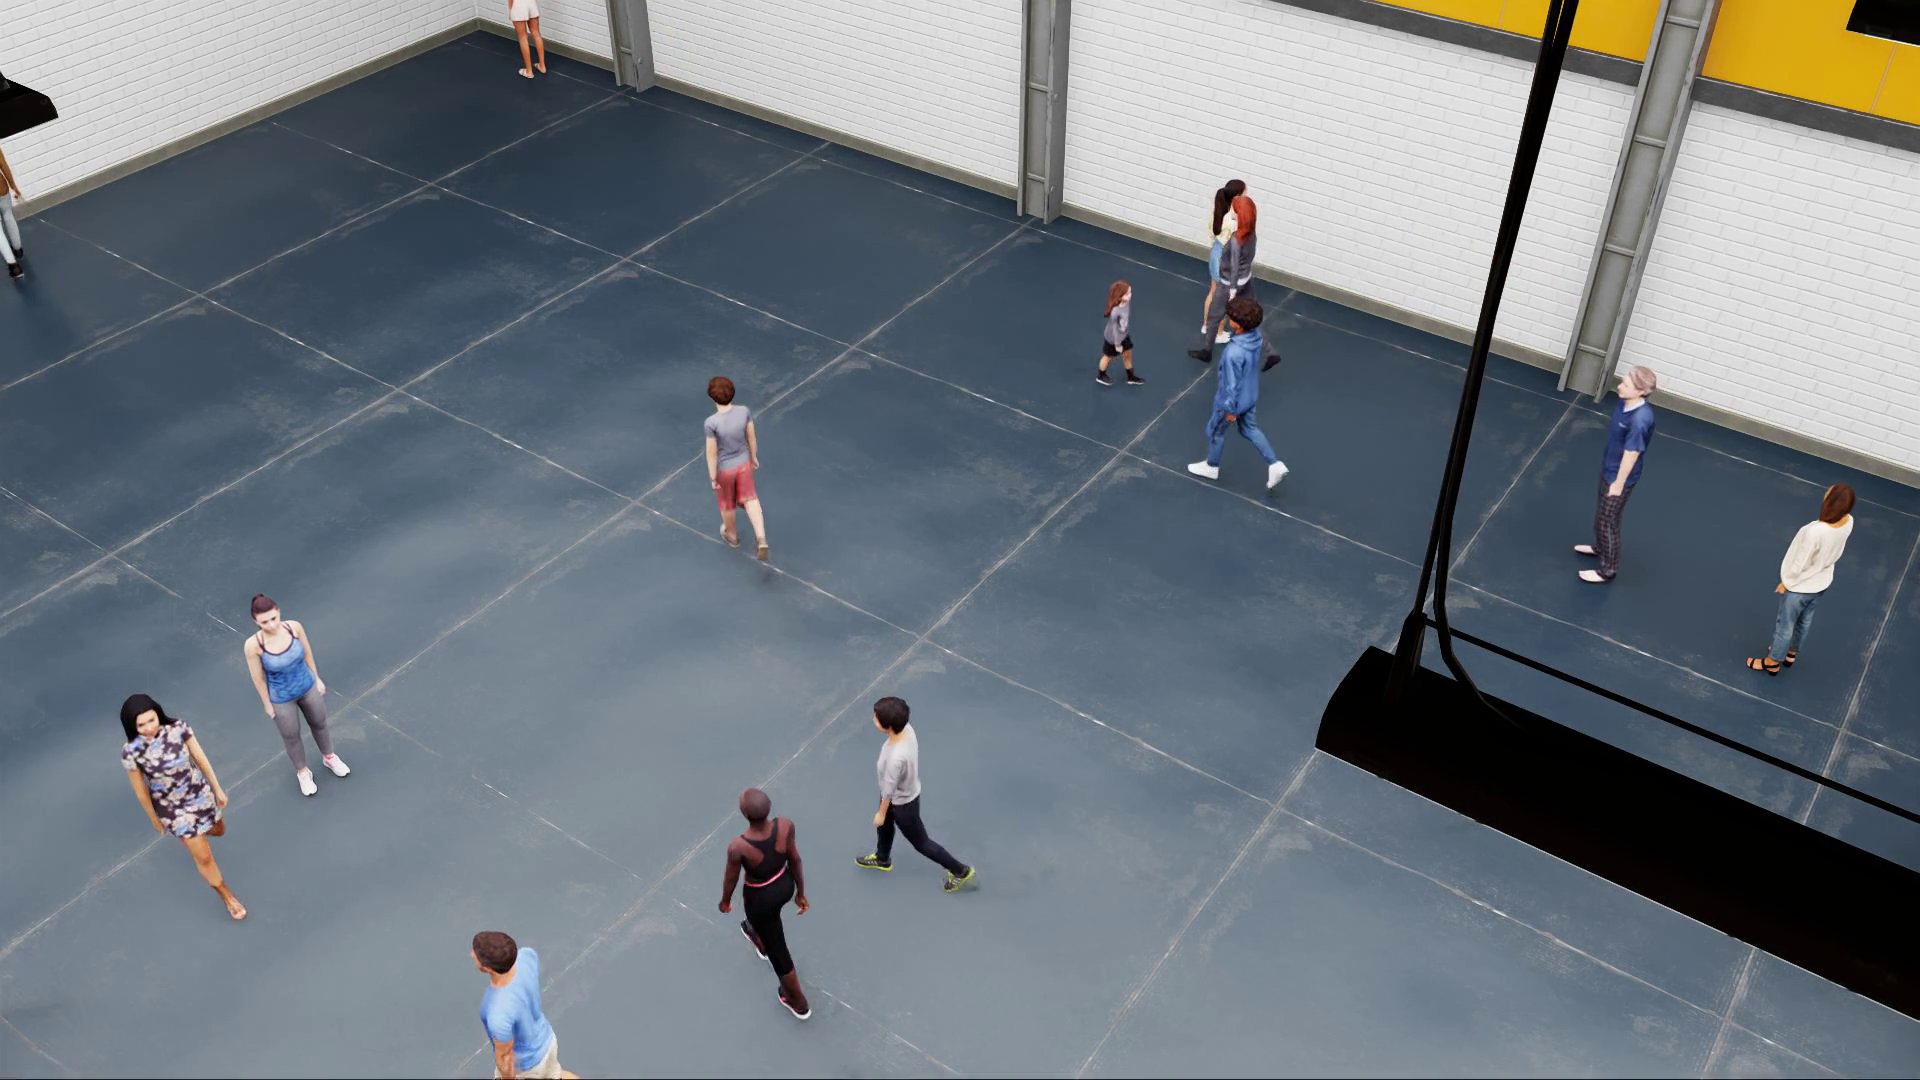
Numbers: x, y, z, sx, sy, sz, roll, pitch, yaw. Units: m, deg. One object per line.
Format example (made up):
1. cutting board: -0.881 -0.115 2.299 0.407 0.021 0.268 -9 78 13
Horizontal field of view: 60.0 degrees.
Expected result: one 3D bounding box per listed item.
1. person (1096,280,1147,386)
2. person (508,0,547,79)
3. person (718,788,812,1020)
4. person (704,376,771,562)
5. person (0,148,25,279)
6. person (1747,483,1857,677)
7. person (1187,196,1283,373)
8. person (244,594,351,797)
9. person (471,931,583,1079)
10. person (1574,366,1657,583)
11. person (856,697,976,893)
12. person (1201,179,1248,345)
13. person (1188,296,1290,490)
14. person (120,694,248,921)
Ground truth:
1. person: 1.377 -1.890 15.154 0.683 1.089 0.504 21 43 24
2. person: -5.387 -6.575 20.536 0.606 1.694 0.607 -31 48 -33
3. person: -1.049 2.133 9.600 0.749 1.736 1.073 -27 46 -30
4. person: -1.737 -0.524 13.005 0.862 1.637 1.057 -19 42 -22
5. person: -9.655 -3.447 16.547 0.879 1.786 1.171 -26 45 -29
6. person: 6.099 0.287 11.953 0.690 1.683 0.678 -20 43 -23
7. person: 2.588 -2.275 15.111 1.138 1.745 0.615 22 43 25
8. person: -4.457 1.011 11.105 0.605 1.610 0.597 -31 48 -33
9. person: -2.226 2.706 8.795 1.135 1.844 0.915 6 39 7
10. person: 5.096 -0.525 12.828 0.792 1.860 0.775 4 39 5
11. person: -0.287 1.615 10.417 1.090 1.525 0.904 0 39 0
12. person: 2.491 -2.636 15.655 0.784 1.630 0.667 -15 41 -18
13. person: 2.367 -1.171 13.702 1.073 1.779 0.663 26 45 29
14. person: -4.827 1.579 10.309 1.012 1.717 0.643 29 47 31
